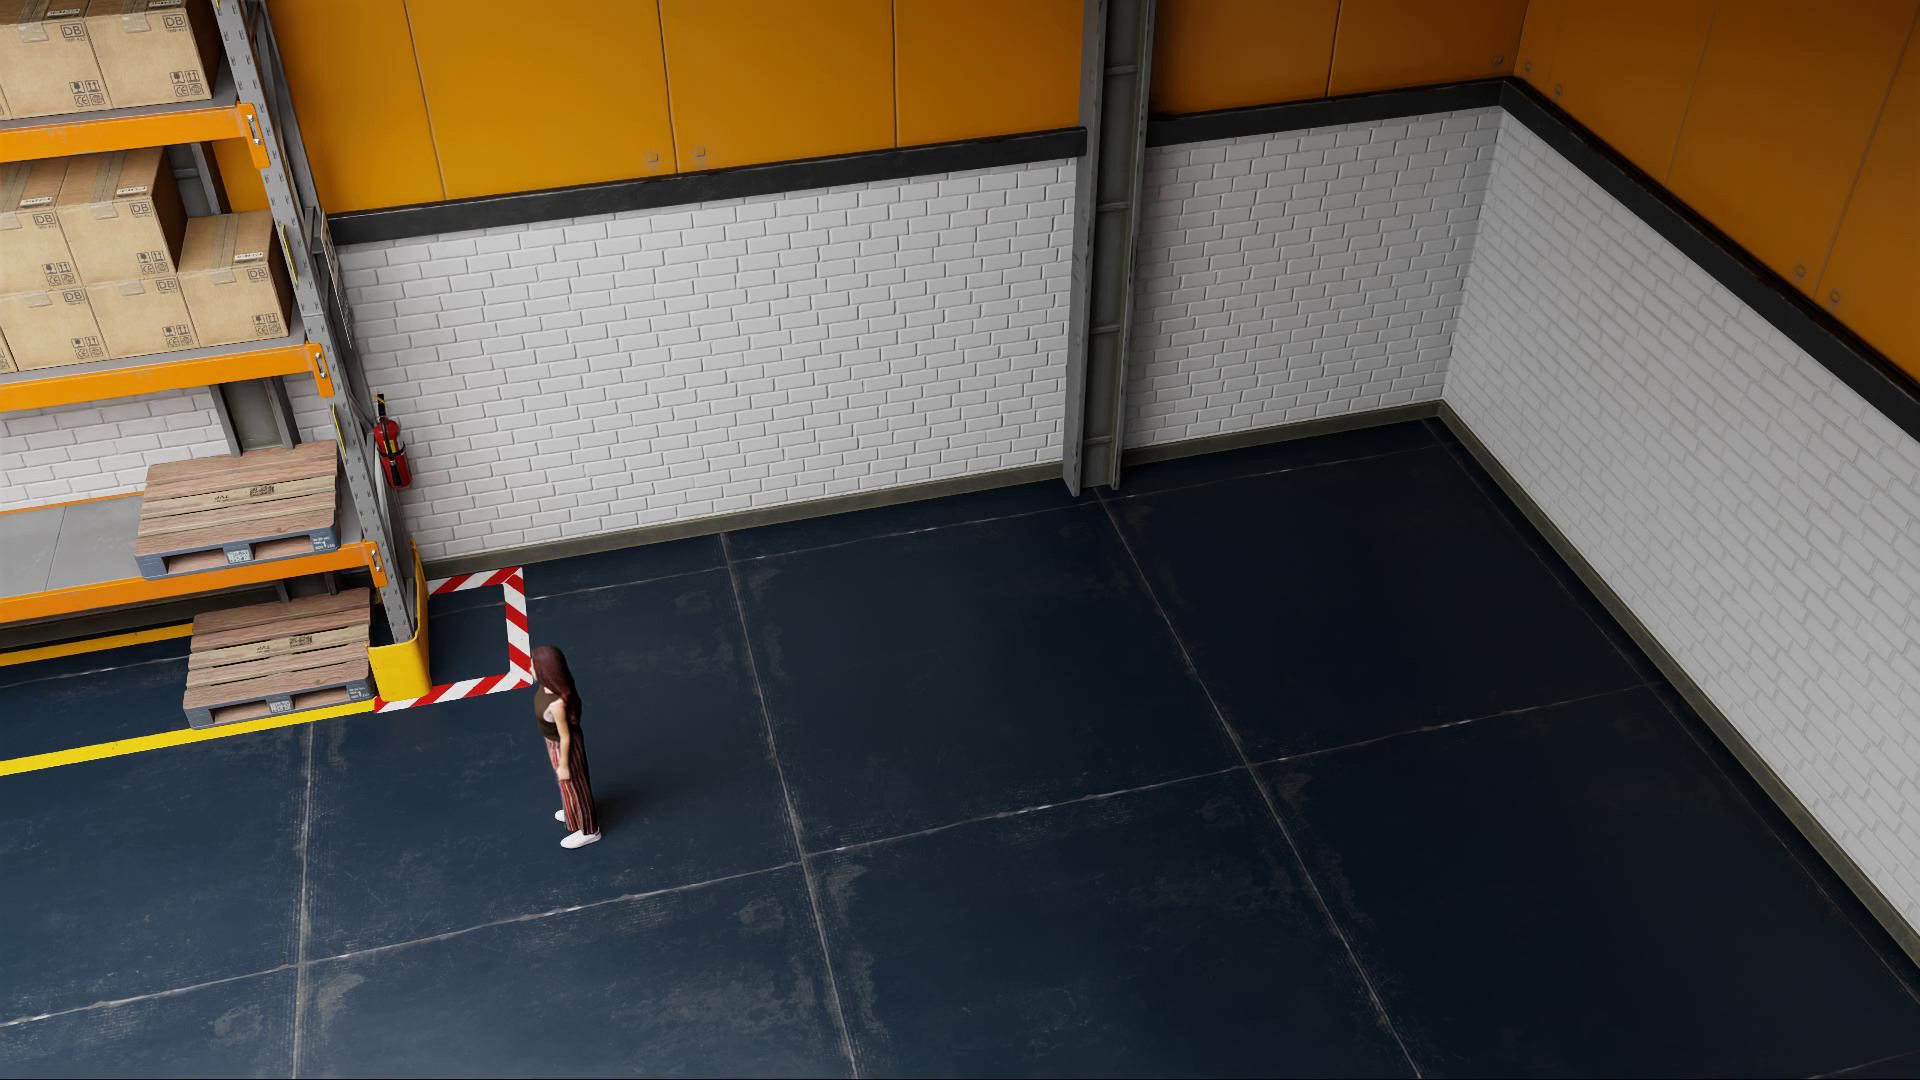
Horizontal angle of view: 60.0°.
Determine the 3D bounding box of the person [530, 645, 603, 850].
[{"bbox_3d":[-2.397,1.231,10.084,0.515,1.562,0.550,-11,40,-13],"label":"person"}]
